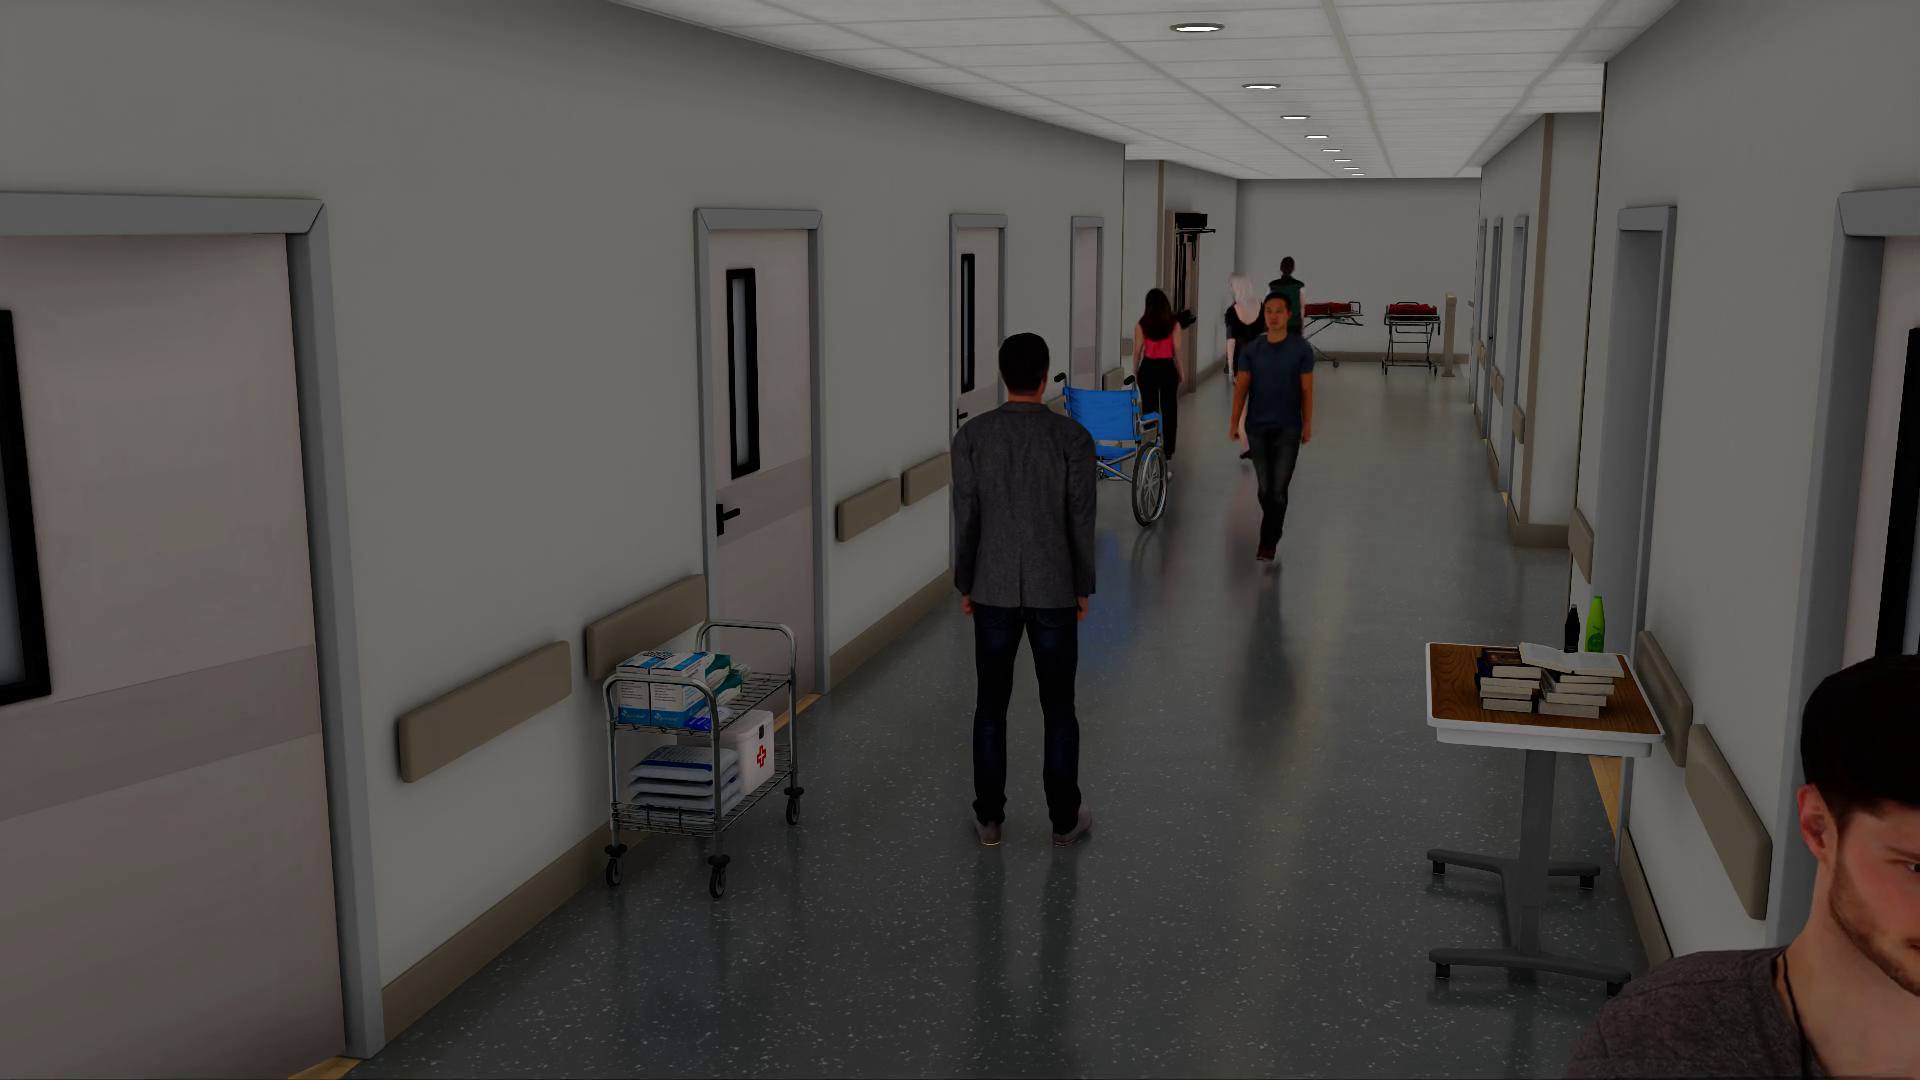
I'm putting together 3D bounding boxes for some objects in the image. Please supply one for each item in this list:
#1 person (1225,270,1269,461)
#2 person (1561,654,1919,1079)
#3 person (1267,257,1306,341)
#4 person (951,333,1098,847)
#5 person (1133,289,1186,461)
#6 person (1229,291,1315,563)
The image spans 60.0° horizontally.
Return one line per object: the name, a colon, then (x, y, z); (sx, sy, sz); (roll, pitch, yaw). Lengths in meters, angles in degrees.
person: (2.738, -1.598, 15.623); (0.885, 1.796, 1.069); (-1, 11, -6)
person: (0.779, 1.018, 1.561); (0.727, 1.900, 0.629); (1, 11, 6)
person: (4.203, -2.725, 21.433); (0.773, 1.841, 0.731); (2, 11, 11)
person: (0.239, 0.182, 6.035); (0.702, 1.874, 0.628); (2, 11, 9)
person: (1.858, -1.496, 15.535); (0.748, 1.628, 0.976); (1, 11, 4)
person: (2.127, -0.746, 11.227); (0.745, 1.761, 1.184); (4, 11, 20)
